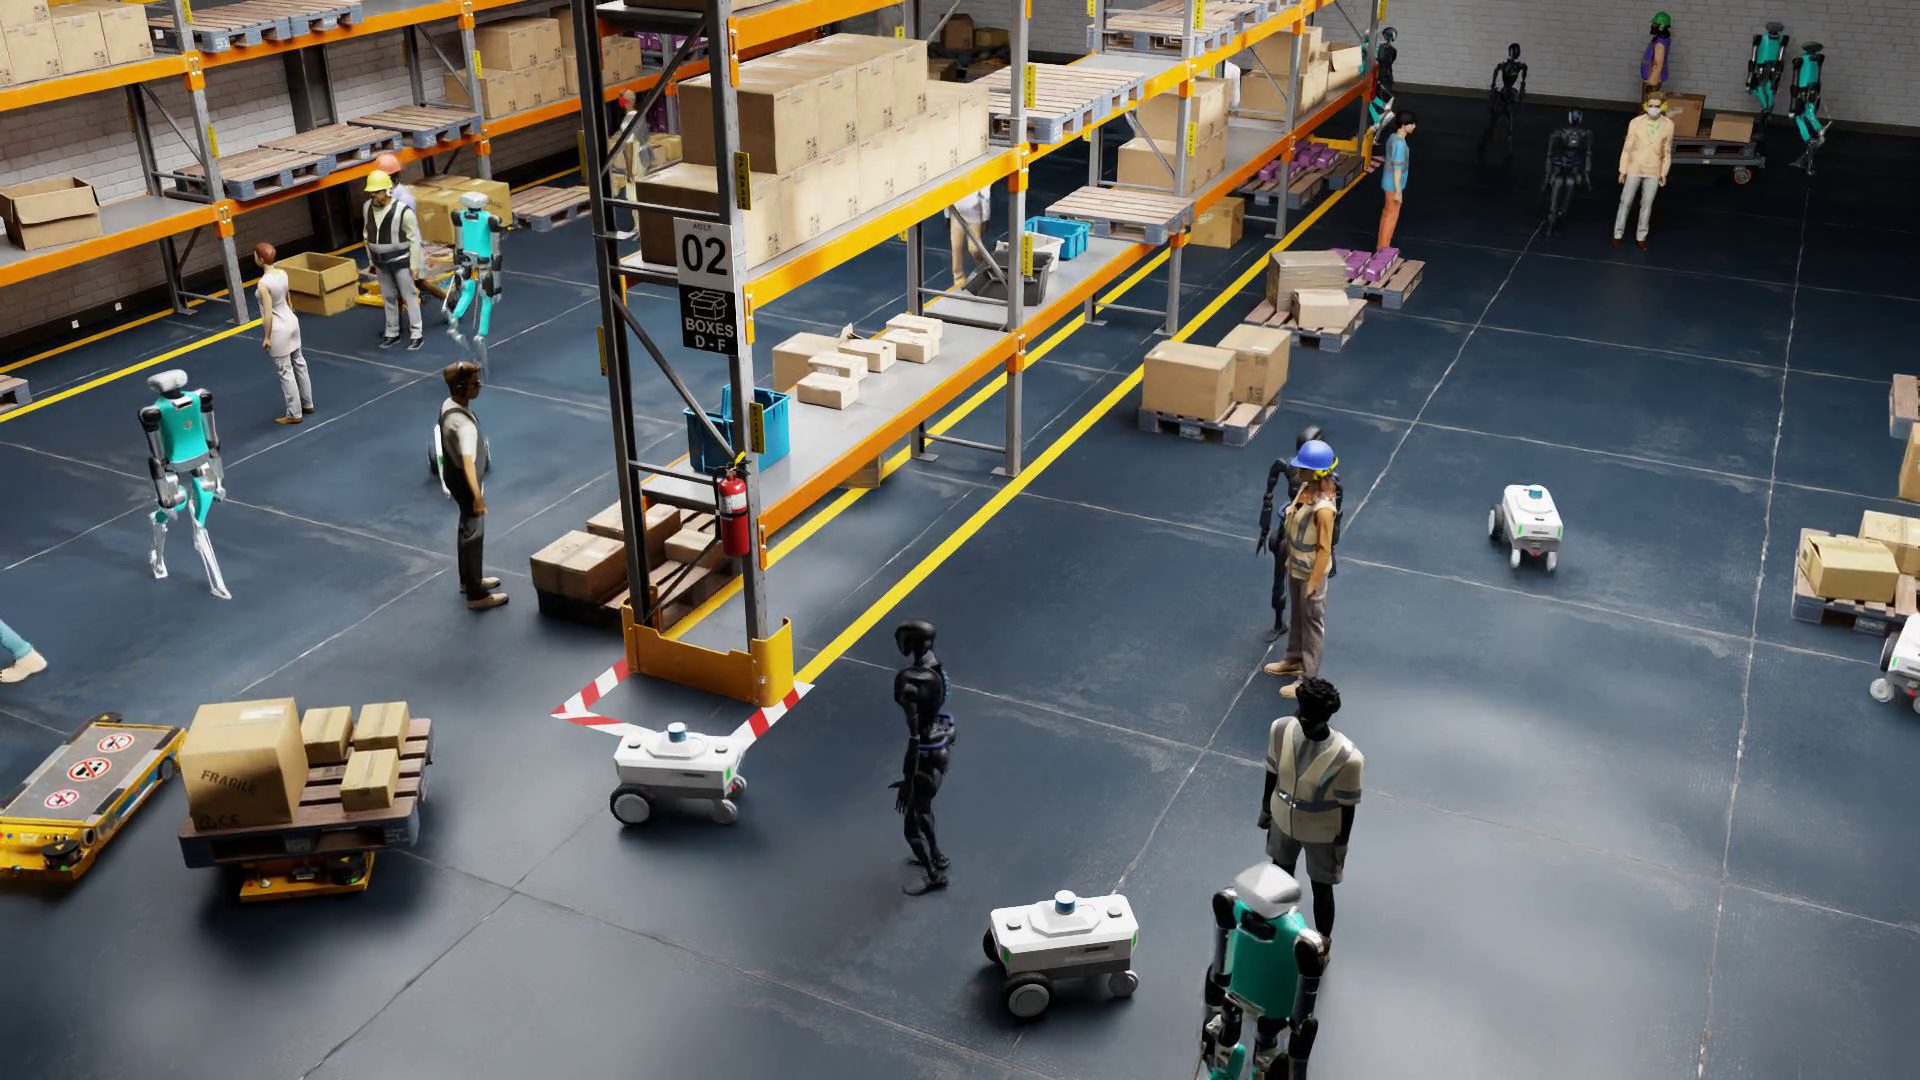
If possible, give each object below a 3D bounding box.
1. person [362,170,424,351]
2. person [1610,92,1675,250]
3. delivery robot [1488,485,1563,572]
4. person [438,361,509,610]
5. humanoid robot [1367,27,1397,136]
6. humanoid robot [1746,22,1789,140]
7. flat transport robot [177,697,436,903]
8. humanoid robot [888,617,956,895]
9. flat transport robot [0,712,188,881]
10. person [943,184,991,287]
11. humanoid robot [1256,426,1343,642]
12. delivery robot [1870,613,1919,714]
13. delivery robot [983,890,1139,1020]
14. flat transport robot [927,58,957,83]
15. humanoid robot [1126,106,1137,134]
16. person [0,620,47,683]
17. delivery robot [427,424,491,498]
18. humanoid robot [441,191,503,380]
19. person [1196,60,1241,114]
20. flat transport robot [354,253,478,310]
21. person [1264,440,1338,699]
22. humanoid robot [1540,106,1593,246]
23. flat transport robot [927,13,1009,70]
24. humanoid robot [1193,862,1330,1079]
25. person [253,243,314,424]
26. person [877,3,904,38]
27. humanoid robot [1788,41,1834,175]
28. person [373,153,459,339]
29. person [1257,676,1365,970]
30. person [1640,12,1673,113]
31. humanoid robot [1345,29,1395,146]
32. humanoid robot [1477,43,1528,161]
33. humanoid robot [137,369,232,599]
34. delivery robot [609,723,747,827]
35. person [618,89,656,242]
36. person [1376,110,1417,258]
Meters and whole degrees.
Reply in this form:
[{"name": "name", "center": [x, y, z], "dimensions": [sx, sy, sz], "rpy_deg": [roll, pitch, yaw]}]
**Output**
[{"name": "person", "center": [-5.687, -2.795, 16.660], "dimensions": [0.590, 1.833, 0.404], "rpy_deg": [8, 27, 15]}, {"name": "person", "center": [8.187, -4.423, 19.916], "dimensions": [0.576, 1.869, 0.388], "rpy_deg": [8, 27, 16]}, {"name": "delivery robot", "center": [4.366, -0.133, 12.731], "dimensions": [0.499, 0.601, 0.805], "rpy_deg": [4, 27, 7]}, {"name": "person", "center": [-3.479, -0.392, 11.808], "dimensions": [0.345, 1.836, 0.500], "rpy_deg": [-11, 28, -20]}, {"name": "humanoid robot", "center": [6.371, -6.926, 25.183], "dimensions": [0.402, 1.651, 0.612], "rpy_deg": [-1, 26, -2]}, {"name": "humanoid robot", "center": [12.072, -6.783, 24.842], "dimensions": [0.531, 1.777, 0.891], "rpy_deg": [-1, 26, -3]}, {"name": "flat transport robot", "center": [-3.681, 1.563, 9.620], "dimensions": [0.659, 0.231, 1.431], "rpy_deg": [-4, 27, -9]}, {"name": "humanoid robot", "center": [-0.189, 1.144, 8.885], "dimensions": [0.315, 1.641, 0.610], "rpy_deg": [5, 27, 10]}, {"name": "flat transport robot", "center": [-5.133, 1.486, 9.777], "dimensions": [0.659, 0.231, 1.431], "rpy_deg": [2, 26, 5]}, {"name": "person", "center": [0.077, -3.604, 18.399], "dimensions": [0.582, 1.734, 0.499], "rpy_deg": [11, 28, 21]}, {"name": "humanoid robot", "center": [2.294, -0.016, 11.246], "dimensions": [0.589, 1.650, 0.346], "rpy_deg": [15, 30, 27]}, {"name": "delivery robot", "center": [6.314, 0.772, 10.896], "dimensions": [0.513, 0.594, 0.765], "rpy_deg": [18, 31, 32]}, {"name": "delivery robot", "center": [0.516, 2.024, 8.351], "dimensions": [0.774, 0.581, 0.499], "rpy_deg": [-5, 27, -9]}, {"name": "flat transport robot", "center": [-0.451, -6.675, 26.261], "dimensions": [1.431, 0.231, 0.659], "rpy_deg": [7, 27, 13]}, {"name": "humanoid robot", "center": [2.687, -6.547, 24.376], "dimensions": [0.761, 1.815, 0.560], "rpy_deg": [4, 27, 9]}, {"name": "person", "center": [-6.584, 0.169, 10.701], "dimensions": [0.962, 1.832, 0.525], "rpy_deg": [-16, 31, -30]}, {"name": "delivery robot", "center": [-4.199, -0.733, 13.921], "dimensions": [0.499, 0.581, 0.768], "rpy_deg": [-8, 27, -16]}, {"name": "humanoid robot", "center": [-4.710, -2.335, 15.966], "dimensions": [0.544, 1.903, 0.731], "rpy_deg": [10, 28, 19]}, {"name": "person", "center": [3.540, -5.886, 22.827], "dimensions": [0.679, 1.893, 0.475], "rpy_deg": [13, 29, 24]}, {"name": "flat transport robot", "center": [-6.041, -2.893, 18.622], "dimensions": [0.659, 0.231, 1.431], "rpy_deg": [10, 28, 20]}, {"name": "person", "center": [2.221, 0.181, 10.710], "dimensions": [0.313, 1.778, 0.468], "rpy_deg": [-3, 27, -6]}, {"name": "humanoid robot", "center": [7.380, -4.442, 20.206], "dimensions": [0.596, 1.642, 0.621], "rpy_deg": [0, 26, -1]}, {"name": "flat transport robot", "center": [0.169, -8.719, 30.390], "dimensions": [1.431, 0.231, 0.659], "rpy_deg": [21, 33, 36]}, {"name": "humanoid robot", "center": [1.011, 2.232, 6.691], "dimensions": [0.859, 1.861, 0.553], "rpy_deg": [-21, 33, -36]}, {"name": "person", "center": [-6.121, -1.862, 14.970], "dimensions": [0.286, 1.660, 0.443], "rpy_deg": [4, 27, 8]}, {"name": "person", "center": [-1.122, -8.204, 27.612], "dimensions": [0.528, 1.810, 0.485], "rpy_deg": [3, 26, 6]}, {"name": "humanoid robot", "center": [11.987, -5.969, 23.294], "dimensions": [0.554, 1.876, 0.814], "rpy_deg": [-12, 29, -23]}, {"name": "person", "center": [-5.663, -3.061, 17.121], "dimensions": [0.904, 1.899, 0.550], "rpy_deg": [-21, 33, -36]}, {"name": "person", "center": [1.727, 1.418, 8.313], "dimensions": [0.535, 1.691, 0.318], "rpy_deg": [23, 34, 38]}, {"name": "person", "center": [10.307, -6.861, 24.762], "dimensions": [0.404, 1.933, 0.542], "rpy_deg": [7, 27, 14]}, {"name": "humanoid robot", "center": [6.095, -6.590, 24.412], "dimensions": [0.861, 1.753, 0.568], "rpy_deg": [6, 27, 12]}, {"name": "humanoid robot", "center": [7.918, -6.386, 24.155], "dimensions": [0.603, 1.625, 0.802], "rpy_deg": [-6, 27, -11]}, {"name": "humanoid robot", "center": [-5.741, -0.441, 12.031], "dimensions": [0.944, 1.776, 0.530], "rpy_deg": [16, 31, 30]}, {"name": "delivery robot", "center": [-1.661, 1.355, 9.741], "dimensions": [0.815, 0.614, 0.499], "rpy_deg": [2, 26, 5]}, {"name": "person", "center": [-3.940, -4.558, 20.265], "dimensions": [0.460, 1.812, 0.577], "rpy_deg": [4, 27, 8]}, {"name": "person", "center": [5.107, -4.149, 19.483], "dimensions": [0.339, 1.758, 0.502], "rpy_deg": [3, 27, 6]}]
